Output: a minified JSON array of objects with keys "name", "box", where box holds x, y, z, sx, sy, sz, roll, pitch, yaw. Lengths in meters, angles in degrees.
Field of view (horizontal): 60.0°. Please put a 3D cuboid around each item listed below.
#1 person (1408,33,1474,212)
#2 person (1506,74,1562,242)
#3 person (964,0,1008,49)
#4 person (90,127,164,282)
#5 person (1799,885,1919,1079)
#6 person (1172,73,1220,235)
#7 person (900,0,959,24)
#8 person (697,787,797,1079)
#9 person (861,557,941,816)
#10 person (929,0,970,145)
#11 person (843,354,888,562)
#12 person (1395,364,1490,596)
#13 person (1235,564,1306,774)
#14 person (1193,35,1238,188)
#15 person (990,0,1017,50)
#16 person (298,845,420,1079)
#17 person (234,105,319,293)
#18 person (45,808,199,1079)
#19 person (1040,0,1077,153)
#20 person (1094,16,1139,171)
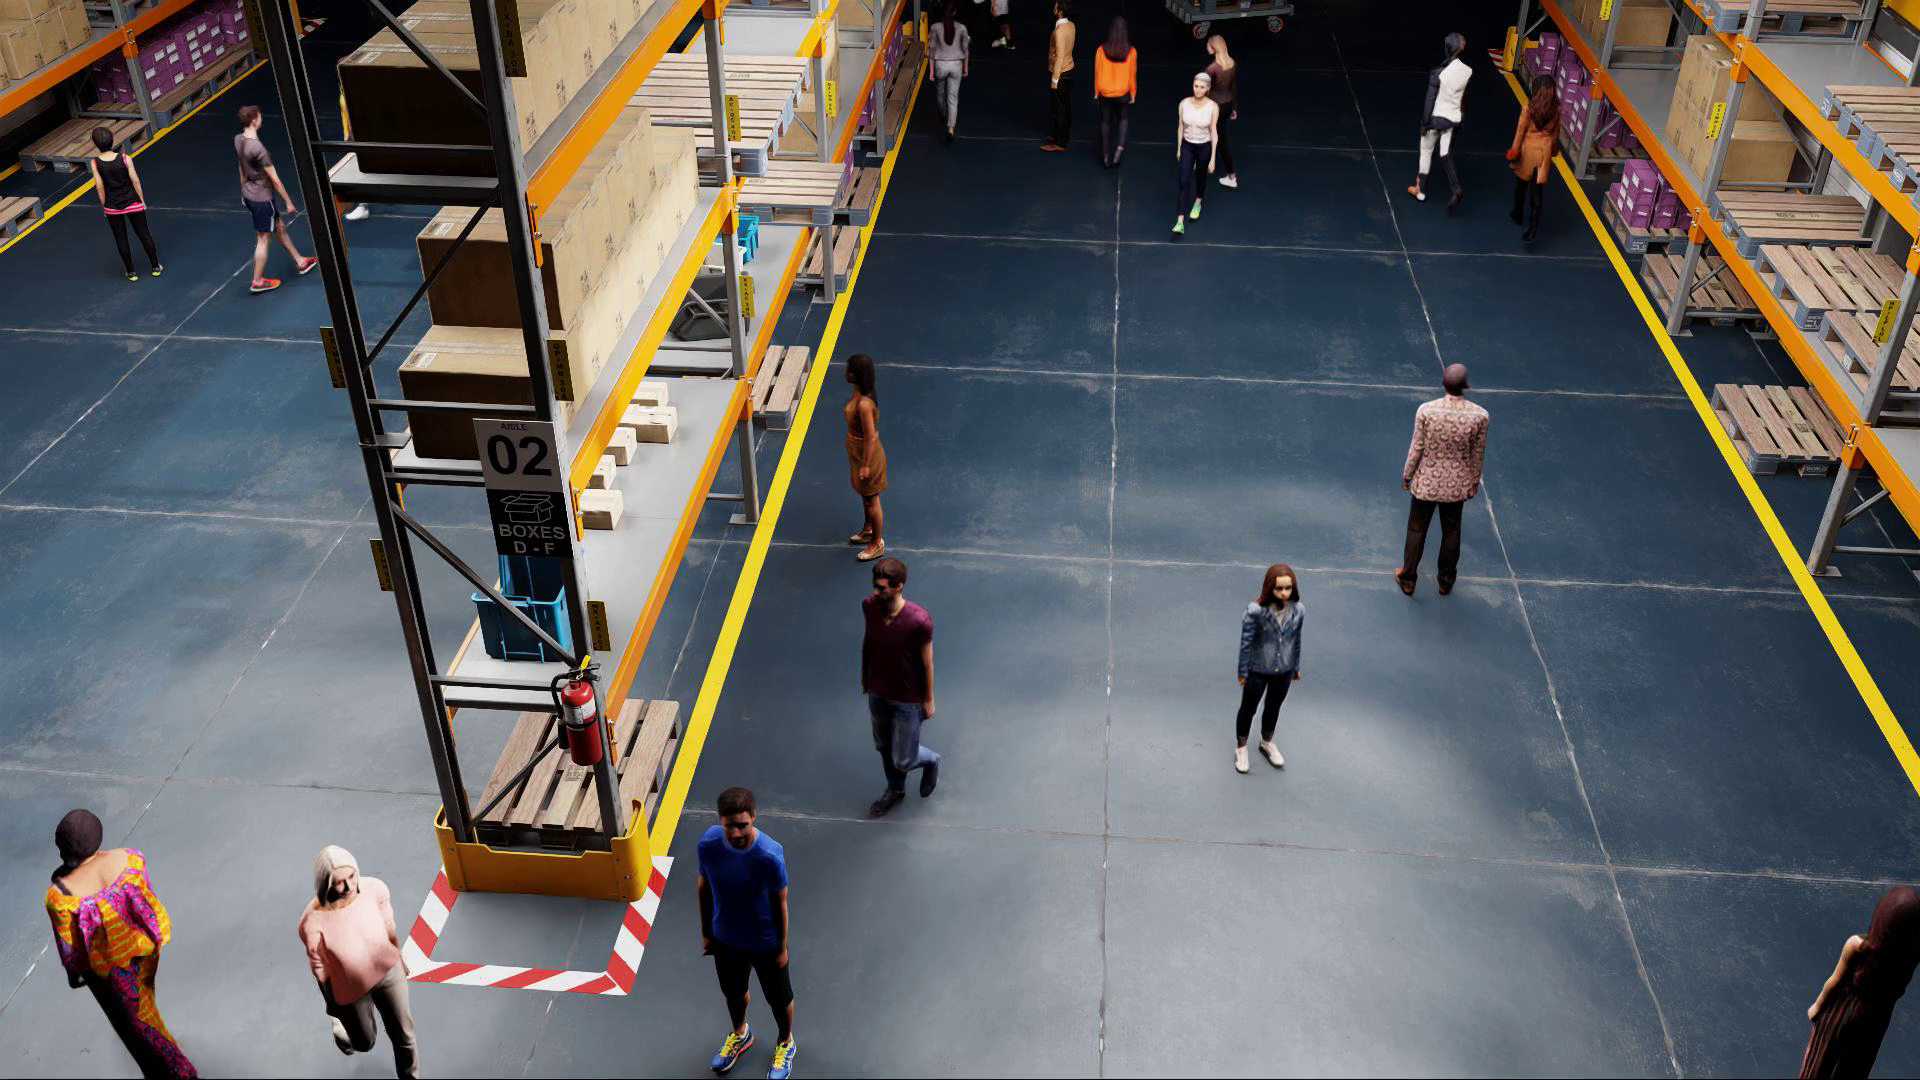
[{"name":"person","box":[5.229,-4.461,17.880,0.924,1.871,1.203,-8,34,-12]},{"name":"person","box":[5.975,-3.907,17.221,0.712,1.677,1.156,3,34,5]},{"name":"person","box":[0.348,-7.529,22.690,1.129,1.655,1.153,-28,43,-36]},{"name":"person","box":[-8.308,-3.344,16.486,0.628,1.552,0.654,-16,37,-23]},{"name":"person","box":[4.347,2.262,8.044,0.550,1.562,0.515,2,34,2]},{"name":"person","box":[2.520,-4.107,17.545,0.842,1.652,1.229,12,35,17]},{"name":"person","box":[-0.648,-8.271,23.590,0.826,1.895,1.169,5,34,7]},{"name":"person","box":[-1.044,1.941,8.249,0.658,1.870,0.619,10,35,14]},{"name":"person","box":[-0.319,0.846,9.920,0.846,1.844,0.904,22,39,29]},{"name":"person","box":[-0.130,-5.485,19.651,0.674,1.614,1.137,0,34,1]},{"name":"person","box":[-0.696,-0.617,12.260,0.672,1.690,0.539,-7,34,-10]},{"name":"person","box":[3.427,-0.419,11.856,0.686,1.807,0.578,4,34,6]},{"name":"person","box":[1.919,0.780,10.349,0.620,1.477,0.592,-7,34,-10]},{"name":"person","box":[2.939,-4.708,18.443,1.086,1.658,1.109,-26,42,-34]},{"name":"person","box":[0.493,-7.369,22.831,0.721,1.233,0.792,-26,41,-33]},{"name":"person","box":[-2.957,2.105,8.149,0.998,1.707,0.973,28,43,35]},{"name":"person","box":[-6.858,-3.263,16.122,1.063,1.822,1.163,28,43,36]},{"name":"person","box":[-4.173,2.046,8.278,1.109,1.662,1.196,21,39,29]},{"name":"person","box":[1.181,-5.442,19.461,0.765,1.755,0.587,9,35,14]},{"name":"person","box":[1.746,-5.014,18.835,0.640,1.735,0.681,3,34,4]}]
